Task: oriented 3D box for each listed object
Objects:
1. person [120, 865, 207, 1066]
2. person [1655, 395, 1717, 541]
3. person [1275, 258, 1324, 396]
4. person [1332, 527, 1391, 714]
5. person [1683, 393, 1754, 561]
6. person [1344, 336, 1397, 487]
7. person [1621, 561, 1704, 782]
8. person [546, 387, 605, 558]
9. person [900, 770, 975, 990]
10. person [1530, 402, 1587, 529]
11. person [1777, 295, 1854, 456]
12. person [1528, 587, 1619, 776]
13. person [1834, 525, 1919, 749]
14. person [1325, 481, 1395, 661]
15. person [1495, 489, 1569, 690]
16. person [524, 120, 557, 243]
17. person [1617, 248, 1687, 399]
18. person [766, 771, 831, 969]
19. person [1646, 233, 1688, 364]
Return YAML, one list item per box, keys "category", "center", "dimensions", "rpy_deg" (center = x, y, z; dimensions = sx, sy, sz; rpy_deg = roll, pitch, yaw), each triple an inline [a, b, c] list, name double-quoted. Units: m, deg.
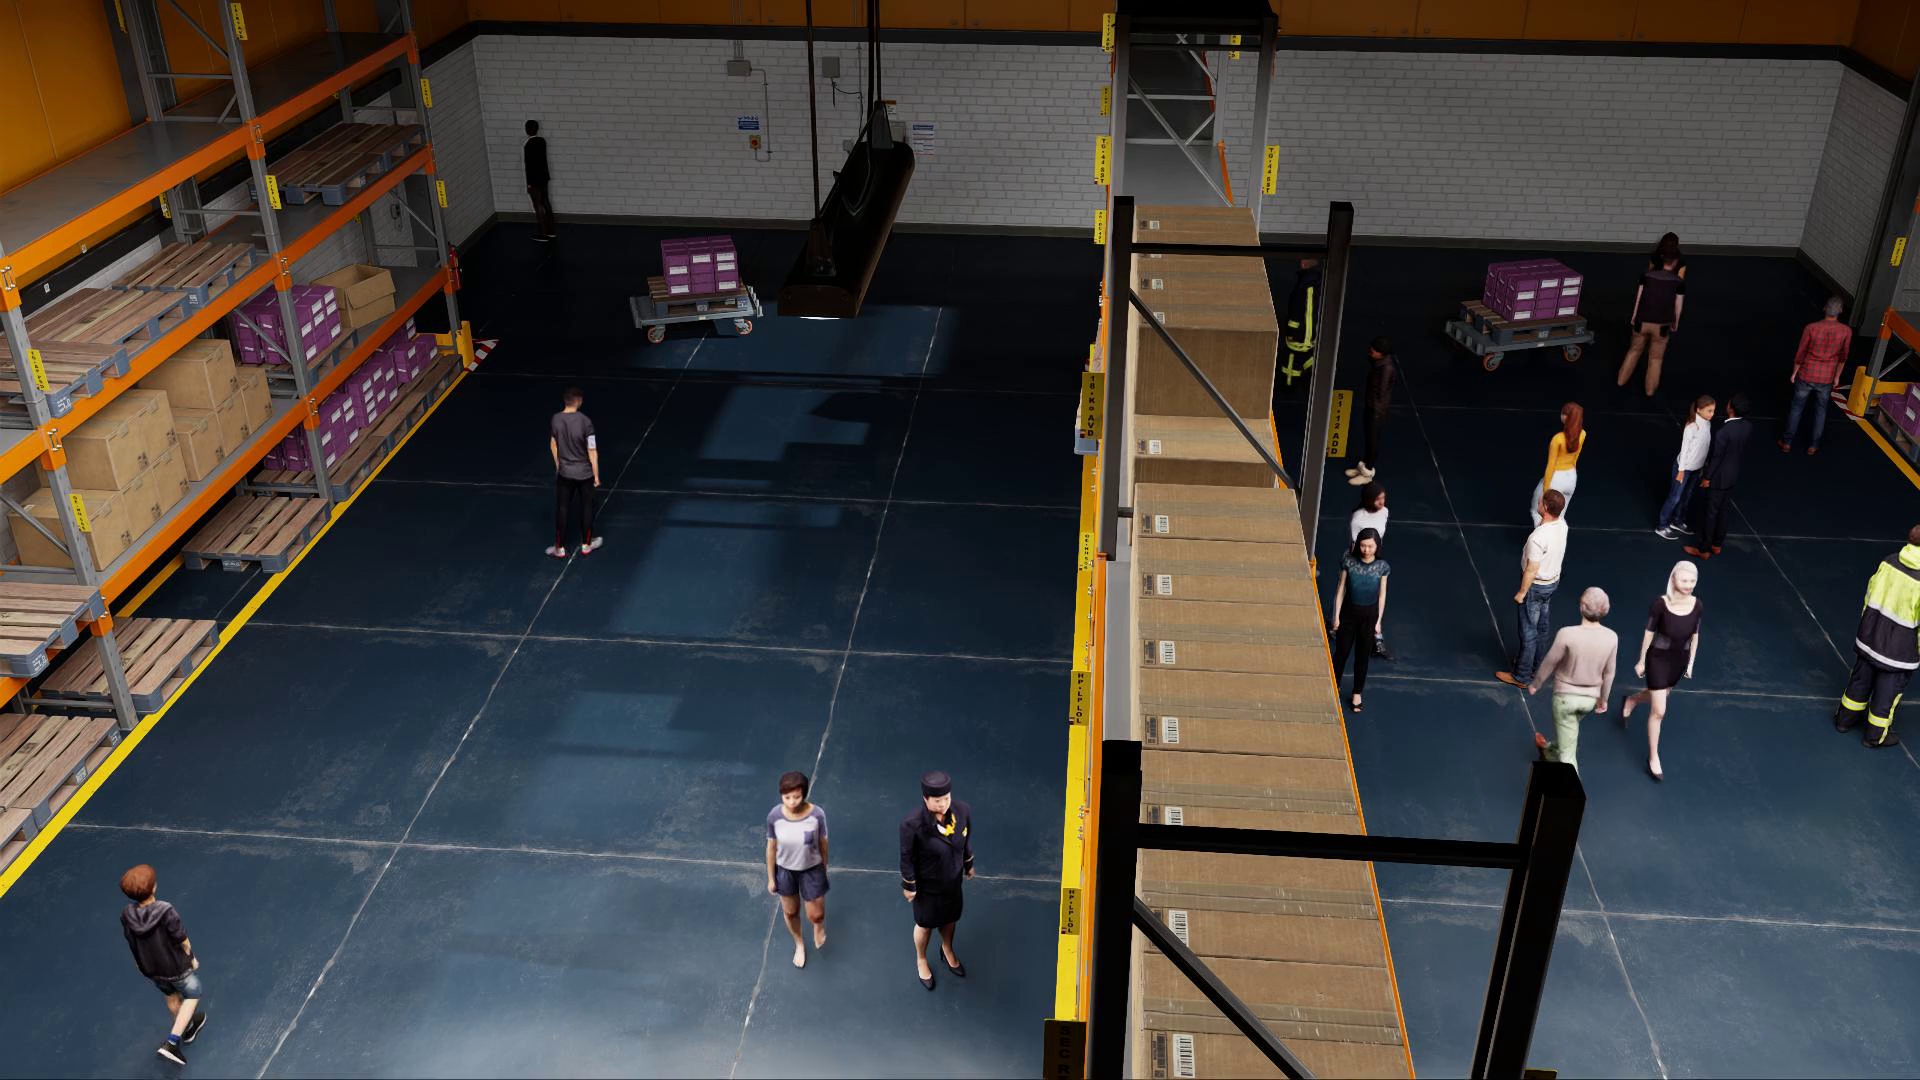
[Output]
- category: "person"
  center: [-5.031, 2.696, 10.490]
  dimensions: [0.537, 1.437, 0.782]
  rpy_deg: [3, 29, 5]
- category: "person"
  center: [7.308, -0.755, 16.694]
  dimensions: [0.601, 1.554, 0.647]
  rpy_deg: [-17, 33, -28]
- category: "person"
  center: [4.129, -2.545, 19.675]
  dimensions: [1.069, 1.841, 1.020]
  rpy_deg: [23, 36, 36]
- category: "person"
  center: [3.324, 0.663, 13.903]
  dimensions: [0.580, 1.737, 0.525]
  rpy_deg: [6, 29, 11]
- category: "person"
  center: [7.459, -0.622, 16.271]
  dimensions: [0.709, 1.725, 0.731]
  rpy_deg: [-17, 33, -28]
- category: "person"
  center: [4.451, -1.396, 17.759]
  dimensions: [0.652, 1.659, 0.591]
  rpy_deg: [16, 33, 27]
- category: "person"
  center: [5.599, 0.957, 13.301]
  dimensions: [0.734, 1.798, 1.178]
  rpy_deg: [-3, 29, -5]
- category: "person"
  center: [-3.809, -0.652, 16.304]
  dimensions: [0.797, 1.747, 0.771]
  rpy_deg: [2, 29, 4]
- category: "person"
  center: [-0.144, 2.242, 11.077]
  dimensions: [0.810, 1.671, 0.831]
  rpy_deg: [-15, 32, -26]
- category: "person"
  center: [5.818, -0.485, 16.004]
  dimensions: [0.669, 1.741, 0.703]
  rpy_deg: [-9, 30, -17]
- category: "person"
  center: [9.462, -1.826, 18.369]
  dimensions: [0.724, 1.831, 0.624]
  rpy_deg: [8, 30, 15]
- category: "person"
  center: [4.707, 1.285, 12.676]
  dimensions: [0.870, 1.820, 1.298]
  rpy_deg: [-3, 29, -6]
- category: "person"
  center: [7.575, 0.750, 13.491]
  dimensions: [0.933, 1.979, 0.797]
  rpy_deg: [-13, 31, -22]
- category: "person"
  center: [3.497, 0.208, 14.792]
  dimensions: [0.982, 1.685, 1.124]
  rpy_deg: [-15, 32, -25]
- category: "person"
  center: [4.968, 0.409, 14.245]
  dimensions: [0.736, 1.856, 0.805]
  rpy_deg: [-24, 37, -36]
- category: "person"
  center: [-6.319, -5.399, 24.950]
  dimensions: [0.760, 1.801, 0.576]
  rpy_deg: [8, 30, 15]
- category: "person"
  center: [8.240, -2.571, 19.740]
  dimensions: [0.860, 1.826, 0.881]
  rpy_deg: [15, 32, 26]
- category: "person"
  center: [-1.095, 2.187, 11.303]
  dimensions: [0.575, 1.551, 0.588]
  rpy_deg: [0, 29, 1]
- category: "person"
  center: [8.512, -2.821, 20.281]
  dimensions: [0.797, 1.746, 1.182]
  rpy_deg: [12, 31, 21]
